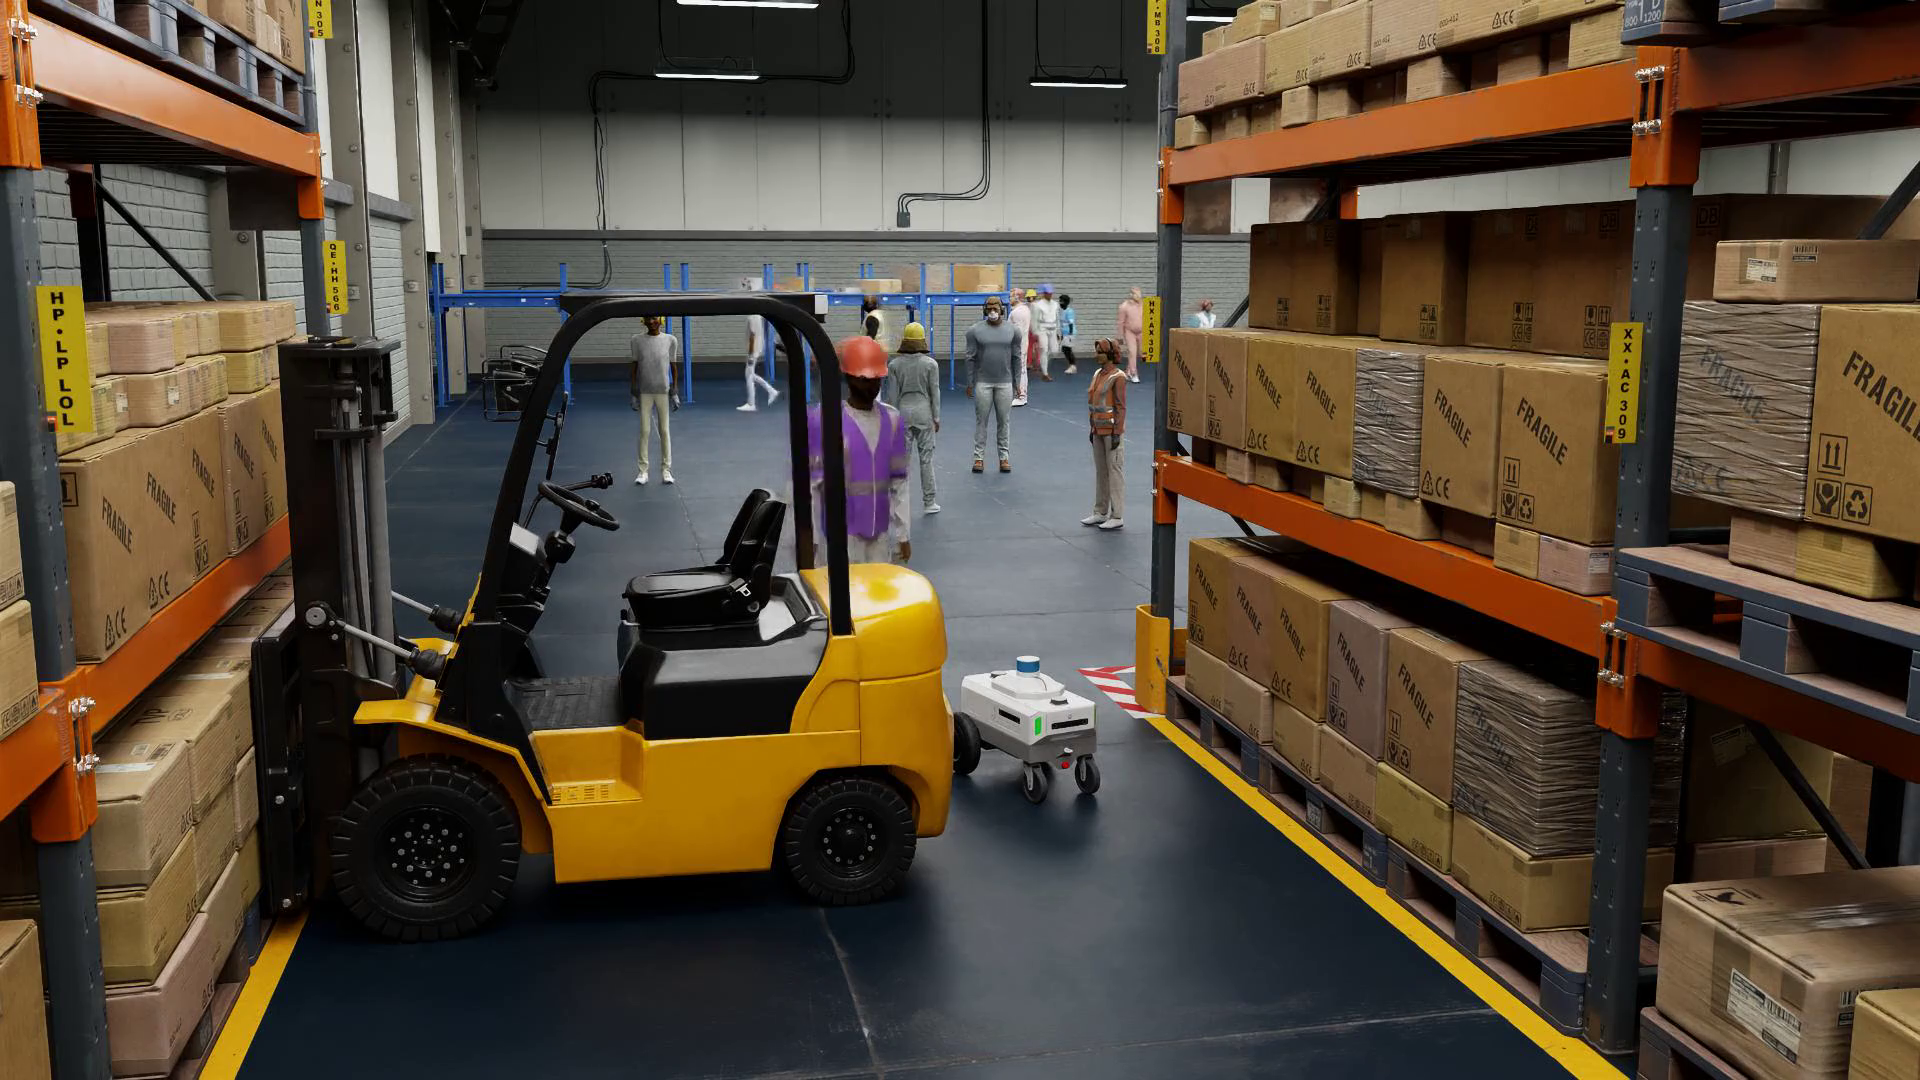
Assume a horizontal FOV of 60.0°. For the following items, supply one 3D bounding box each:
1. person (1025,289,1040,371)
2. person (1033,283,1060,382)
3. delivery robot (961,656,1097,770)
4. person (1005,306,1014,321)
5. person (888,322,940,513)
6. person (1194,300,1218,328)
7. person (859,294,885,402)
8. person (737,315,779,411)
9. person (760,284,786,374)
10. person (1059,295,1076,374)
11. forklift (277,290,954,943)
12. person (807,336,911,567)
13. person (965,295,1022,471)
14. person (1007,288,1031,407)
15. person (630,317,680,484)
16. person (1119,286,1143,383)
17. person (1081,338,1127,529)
[{"bbox_3d":[1.569,-4.604,36.444,0.326,1.767,0.533,-8,13,-42],"label":"person"},{"bbox_3d":[1.699,-4.123,32.985,0.633,1.935,0.511,-6,11,-32],"label":"person"},{"bbox_3d":[0.299,0.754,7.311,0.477,0.478,0.707,-5,11,-28],"label":"delivery robot"},{"bbox_3d":[1.149,-5.065,39.552,0.783,1.671,0.543,6,11,33],"label":"person"},{"bbox_3d":[-0.414,-1.120,15.279,0.483,1.745,0.300,2,9,9],"label":"person"},{"bbox_3d":[4.829,-3.850,32.352,0.532,1.593,0.841,-6,11,-34],"label":"person"},{"bbox_3d":[-1.435,-2.946,26.136,0.521,1.829,0.653,0,9,0],"label":"person"},{"bbox_3d":[-3.224,-2.969,26.257,0.563,1.852,0.511,0,9,1],"label":"person"},{"bbox_3d":[-3.824,-4.503,35.418,0.859,1.910,0.554,-2,10,-15],"label":"person"},{"bbox_3d":[2.285,-4.343,35.159,0.442,1.668,0.536,-2,10,-13],"label":"person"},{"bbox_3d":[-1.179,0.175,6.143,2.313,2.155,1.214,-2,10,-12],"label":"forklift"},{"bbox_3d":[-0.529,-0.068,8.357,0.555,1.915,0.531,-9,13,-43],"label":"person"},{"bbox_3d":[0.373,-1.727,18.383,0.635,1.937,0.355,0,9,-1],"label":"person"},{"bbox_3d":[0.923,-3.133,27.057,0.407,1.904,0.655,2,10,14],"label":"person"},{"bbox_3d":[-3.188,-1.526,17.361,0.520,1.874,0.327,-1,9,-9],"label":"person"},{"bbox_3d":[3.414,-4.041,32.640,0.656,1.889,0.695,-3,10,-18],"label":"person"},{"bbox_3d":[1.272,-0.922,14.388,0.308,1.640,0.511,-4,10,-23],"label":"person"}]
